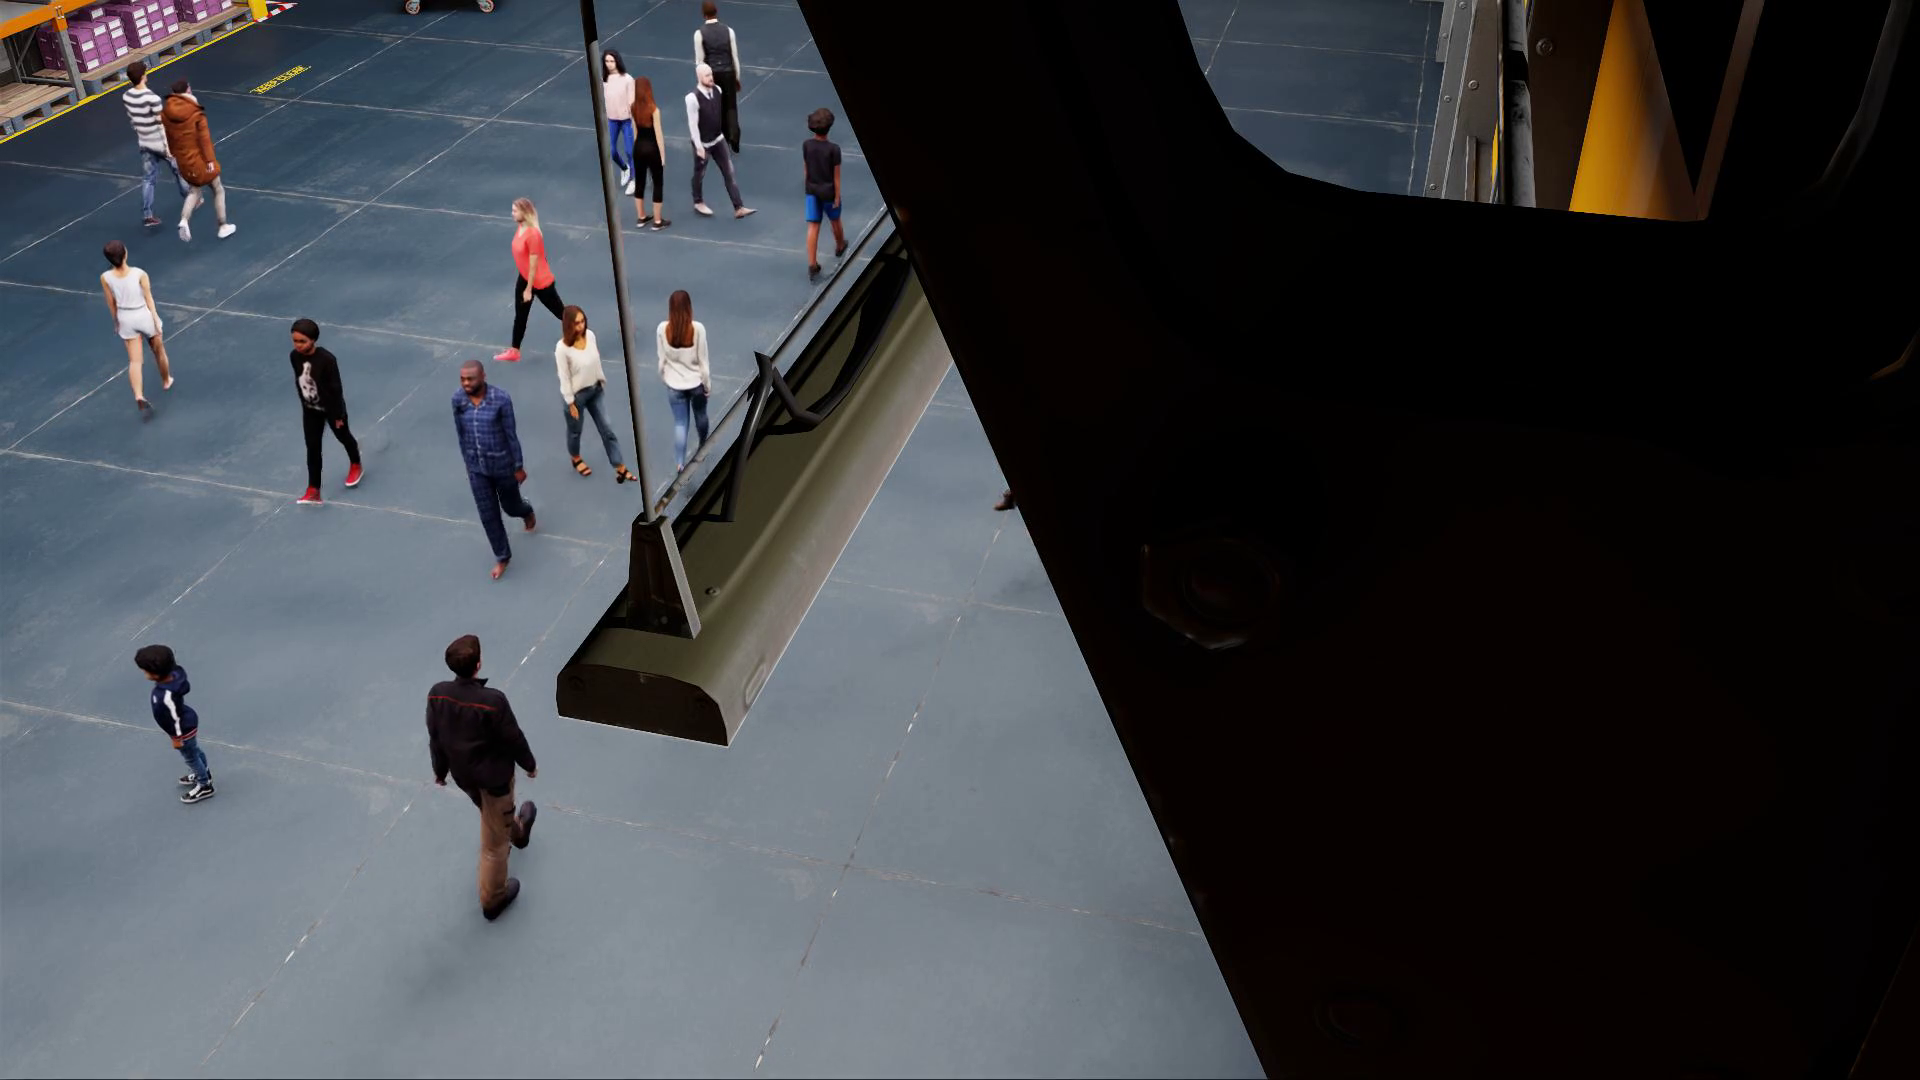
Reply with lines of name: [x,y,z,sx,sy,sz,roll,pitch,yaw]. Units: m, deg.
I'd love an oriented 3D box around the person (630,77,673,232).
person: [-3.536,-4.352,18.744,0.608,1.720,0.602,17,37,24]

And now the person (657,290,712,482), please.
person: [-2.338,-1.270,14.167,0.810,1.653,1.171,0,34,0]

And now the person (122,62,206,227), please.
person: [-9.139,-4.411,18.753,0.696,1.807,1.184,7,34,11]

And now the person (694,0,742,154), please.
person: [-2.972,-5.661,20.550,0.926,1.900,1.038,-6,34,-9]

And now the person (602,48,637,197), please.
person: [-3.965,-4.953,19.613,0.656,1.759,0.681,7,34,10]

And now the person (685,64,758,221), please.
person: [-2.928,-4.531,18.958,1.082,1.782,1.206,24,40,31]

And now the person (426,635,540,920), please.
person: [-2.871,1.453,9.855,0.721,1.891,1.081,8,35,12]

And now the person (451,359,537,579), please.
person: [-3.635,-0.623,13.061,0.758,1.800,1.016,4,34,6]

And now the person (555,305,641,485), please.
person: [-3.264,-1.250,14.140,0.984,1.649,1.066,25,41,32]

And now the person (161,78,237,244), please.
person: [-8.461,-4.134,18.328,0.773,1.816,0.988,4,34,7]

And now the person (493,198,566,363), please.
person: [-3.963,-2.468,15.976,1.199,1.646,1.091,-21,39,-28]

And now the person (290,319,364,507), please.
person: [-5.294,-1.137,13.984,0.656,1.633,1.063,7,34,10]

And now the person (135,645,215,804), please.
person: [-5.106,1.176,10.875,0.657,1.224,0.577,-12,35,-17]

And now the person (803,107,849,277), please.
person: [-1.502,-3.658,17.668,0.641,1.755,1.169,7,34,10]

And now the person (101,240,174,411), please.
person: [-7.574,-1.962,15.274,0.858,1.581,1.078,-7,34,-10]
